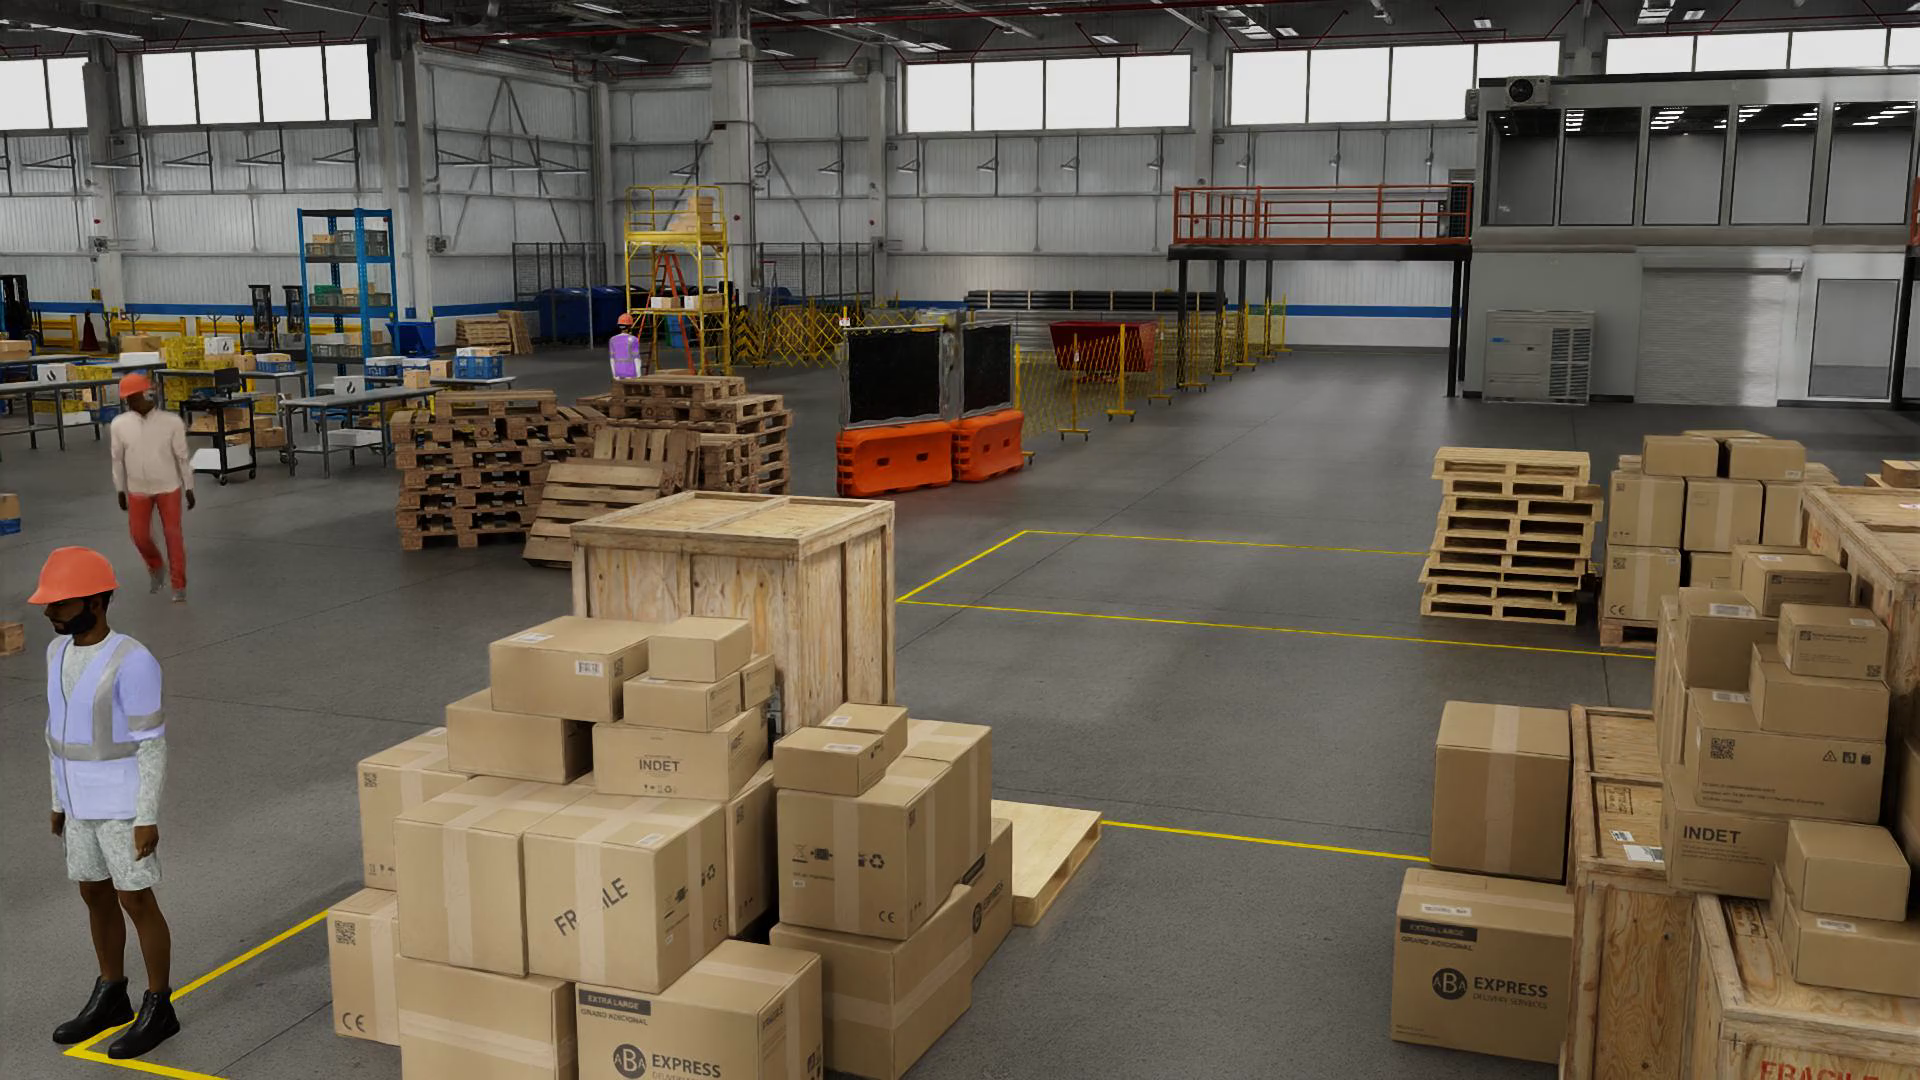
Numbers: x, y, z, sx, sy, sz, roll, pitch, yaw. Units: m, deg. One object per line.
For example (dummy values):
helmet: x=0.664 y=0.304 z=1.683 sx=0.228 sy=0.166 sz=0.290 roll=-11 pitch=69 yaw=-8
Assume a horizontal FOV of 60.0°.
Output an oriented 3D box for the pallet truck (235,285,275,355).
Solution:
pallet truck: x=-18.327 y=-5.835 z=44.421 sx=0.823 sy=1.965 sz=1.885 roll=4 pitch=11 yaw=23

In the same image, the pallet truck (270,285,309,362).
pallet truck: x=-17.147 y=-5.700 z=43.663 sx=0.823 sy=1.965 sz=1.885 roll=3 pitch=11 yaw=17

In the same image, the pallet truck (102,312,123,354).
pallet truck: x=-23.057 y=-5.777 z=46.261 sx=0.680 sy=1.201 sz=1.601 roll=3 pitch=11 yaw=19

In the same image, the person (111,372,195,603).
person: x=-6.834 y=-0.446 z=14.129 sx=0.666 sy=1.972 sz=0.463 roll=-3 pitch=10 yaw=-14

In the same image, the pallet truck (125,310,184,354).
pallet truck: x=-22.038 y=-5.665 z=45.457 sx=0.704 sy=1.261 sz=1.522 roll=3 pitch=11 yaw=17

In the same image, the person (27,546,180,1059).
person: x=-3.221 y=0.977 z=6.228 sx=0.551 sy=1.936 sz=0.356 roll=5 pitch=11 yaw=25

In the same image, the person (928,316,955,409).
person: x=-0.367 y=-3.267 z=30.737 sx=0.521 sy=1.718 sz=0.719 roll=3 pitch=11 yaw=17

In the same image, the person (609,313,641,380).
person: x=-5.358 y=-2.672 z=26.780 sx=0.545 sy=1.938 sz=0.355 roll=4 pitch=11 yaw=20

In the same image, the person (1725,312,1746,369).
person: x=18.265 y=-4.719 z=39.168 sx=0.498 sy=1.627 sz=0.288 roll=6 pitch=12 yaw=32

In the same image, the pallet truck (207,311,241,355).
pallet truck: x=-19.537 y=-5.575 z=44.913 sx=0.653 sy=1.274 sz=1.630 roll=3 pitch=11 yaw=19

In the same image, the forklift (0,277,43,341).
forklift: x=-27.151 y=-6.329 z=46.328 sx=1.157 sy=1.987 sz=2.680 roll=3 pitch=11 yaw=17
